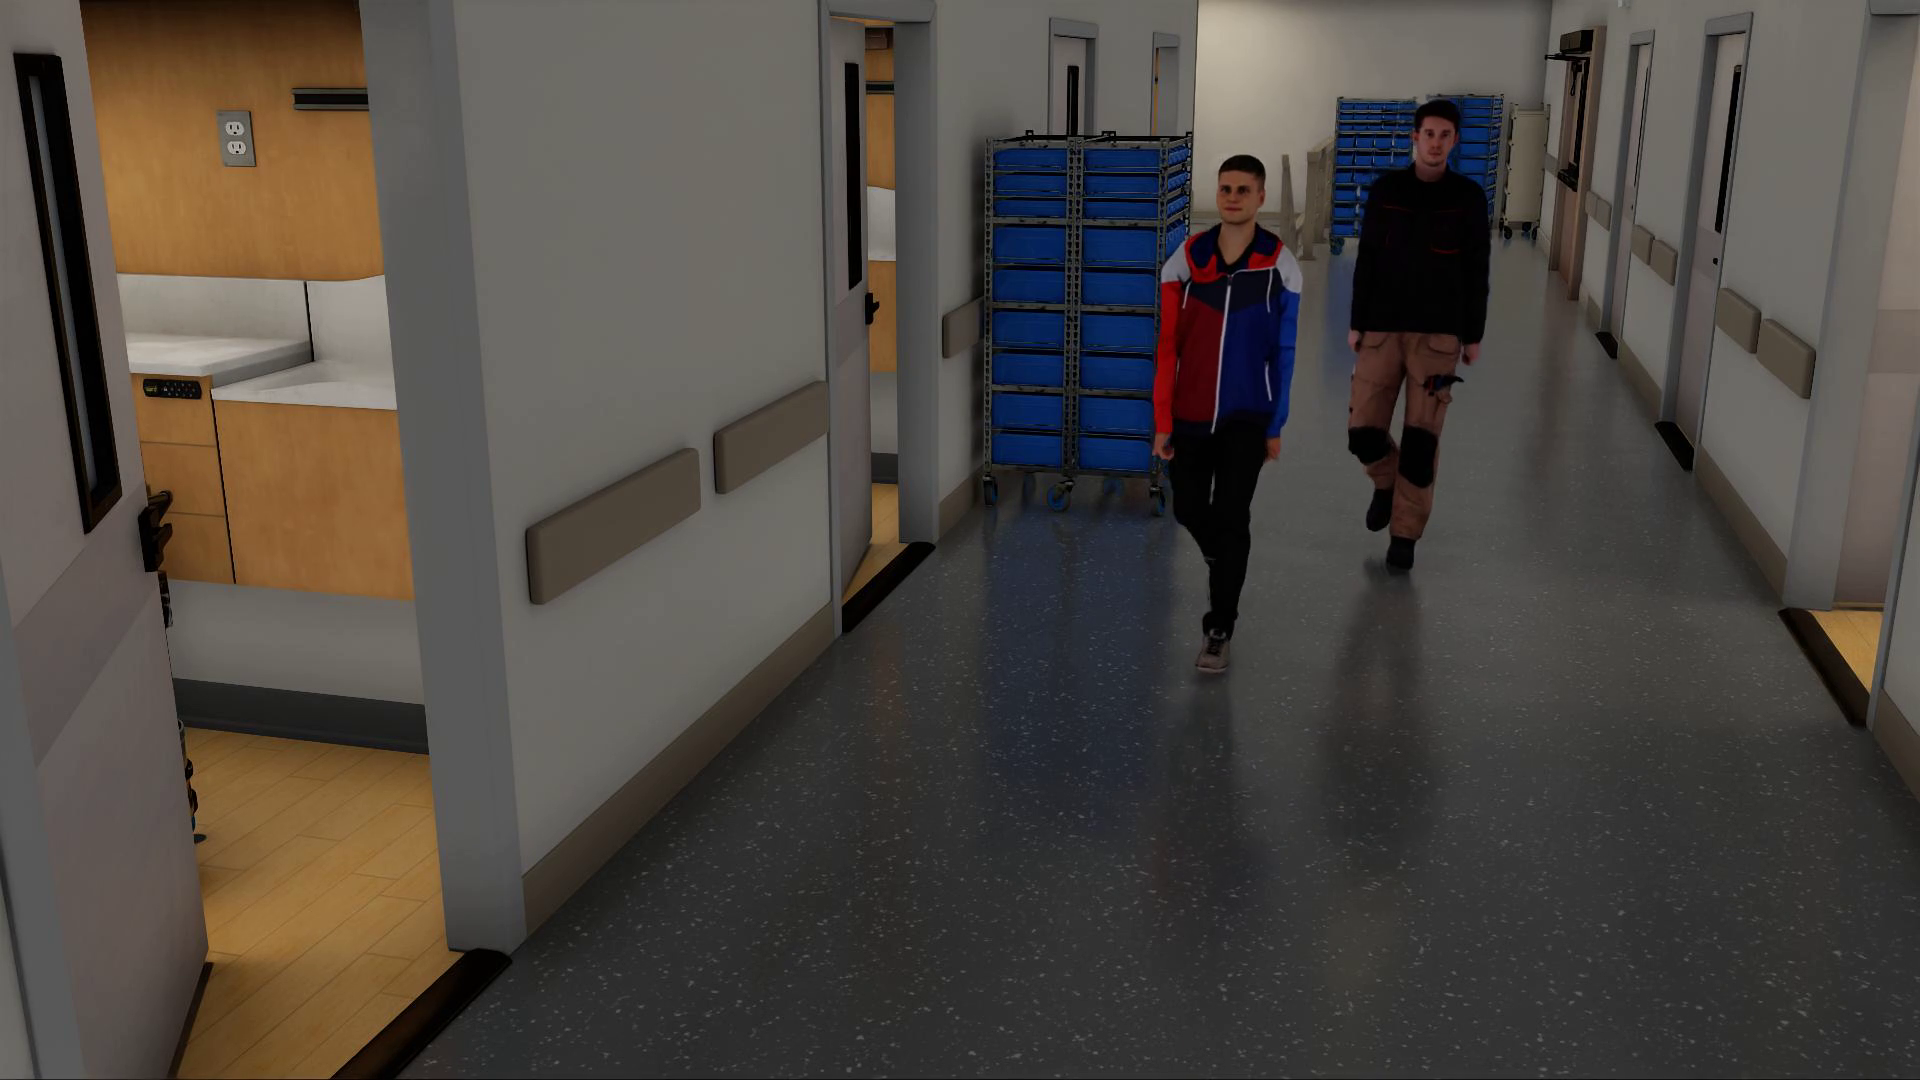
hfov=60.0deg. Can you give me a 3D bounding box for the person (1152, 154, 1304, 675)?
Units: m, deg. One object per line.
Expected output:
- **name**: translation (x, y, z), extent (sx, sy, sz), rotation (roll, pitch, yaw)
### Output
- **person**: translation (0.937, -0.461, 5.911), extent (0.700, 1.730, 1.118), rotation (5, 17, 18)

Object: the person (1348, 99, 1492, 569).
- **person**: translation (1.906, -0.863, 6.998), extent (0.743, 1.914, 0.903), rotation (5, 17, 19)
